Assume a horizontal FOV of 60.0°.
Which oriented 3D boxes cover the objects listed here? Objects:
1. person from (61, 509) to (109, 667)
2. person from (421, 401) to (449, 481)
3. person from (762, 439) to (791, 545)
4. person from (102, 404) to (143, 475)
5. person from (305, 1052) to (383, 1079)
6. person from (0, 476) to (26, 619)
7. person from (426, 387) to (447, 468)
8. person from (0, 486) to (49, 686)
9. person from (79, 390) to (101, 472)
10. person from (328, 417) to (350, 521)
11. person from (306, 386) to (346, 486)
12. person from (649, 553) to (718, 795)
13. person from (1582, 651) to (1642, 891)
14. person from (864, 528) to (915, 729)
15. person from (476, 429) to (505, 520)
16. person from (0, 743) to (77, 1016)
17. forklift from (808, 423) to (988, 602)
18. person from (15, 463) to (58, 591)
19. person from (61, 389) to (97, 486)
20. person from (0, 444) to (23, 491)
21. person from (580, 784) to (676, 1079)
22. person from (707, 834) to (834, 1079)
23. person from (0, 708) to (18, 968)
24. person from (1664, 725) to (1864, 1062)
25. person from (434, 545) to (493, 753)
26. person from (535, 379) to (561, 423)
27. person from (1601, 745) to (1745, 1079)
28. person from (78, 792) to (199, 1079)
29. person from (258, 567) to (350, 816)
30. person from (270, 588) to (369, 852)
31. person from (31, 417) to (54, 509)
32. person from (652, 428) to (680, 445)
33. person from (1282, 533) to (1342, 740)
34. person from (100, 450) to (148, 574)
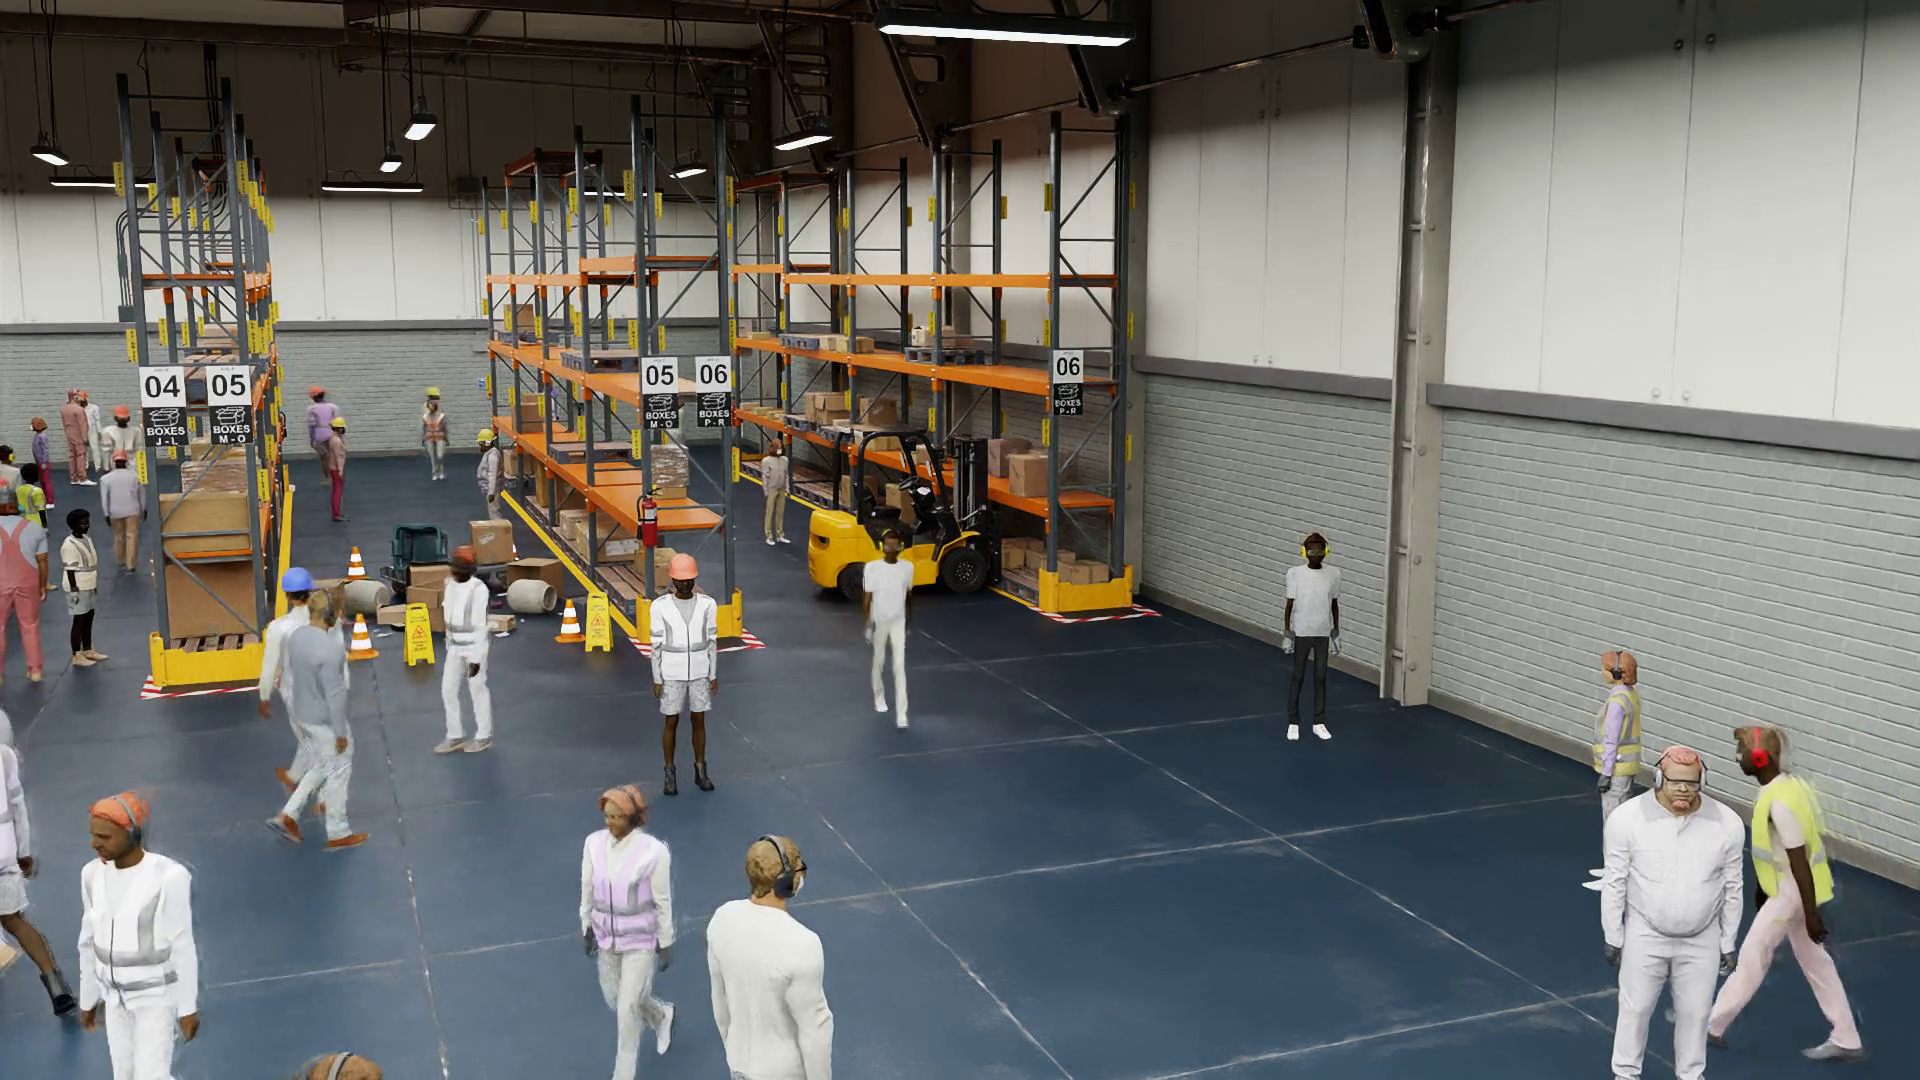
[{"bbox_3d":[-9.301,0.503,17.602,0.320,1.686,0.539,-1,9,-7],"label":"person"},{"bbox_3d":[-10.602,-1.996,33.527,0.544,1.619,0.552,0,9,1],"label":"person"},{"bbox_3d":[-2.829,-0.746,25.615,0.499,1.635,0.287,-9,13,-44],"label":"person"},{"bbox_3d":[-13.839,-1.242,27.516,0.607,2.024,0.558,-6,11,-34],"label":"person"},{"bbox_3d":[-1.771,2.437,5.050,0.917,1.801,0.522,2,9,9],"label":"person"},{"bbox_3d":[-11.496,0.093,20.033,0.567,1.731,0.592,-3,9,-17],"label":"person"},{"bbox_3d":[-11.267,-2.410,35.710,0.406,1.752,0.533,2,9,14],"label":"person"},{"bbox_3d":[-9.617,0.444,16.853,0.686,2.000,0.535,-7,11,-37],"label":"person"},{"bbox_3d":[-18.363,-2.282,34.954,0.578,1.738,0.354,-2,9,-12],"label":"person"},{"bbox_3d":[-10.463,-1.191,28.040,0.339,1.757,0.518,-5,10,-26],"label":"person"},{"bbox_3d":[-12.370,-2.003,32.426,0.646,1.999,0.658,-8,12,-42],"label":"person"},{"bbox_3d":[-2.190,1.062,13.284,0.545,1.938,0.356,-4,10,-22],"label":"person"},{"bbox_3d":[4.414,1.549,11.189,0.310,1.631,0.508,5,11,31],"label":"person"},{"bbox_3d":[-0.664,0.786,15.435,0.508,1.830,0.995,-2,9,-12],"label":"person"},{"bbox_3d":[-7.116,-0.773,25.225,0.403,1.819,0.595,-3,10,-19],"label":"person"},{"bbox_3d":[-5.292,1.750,9.112,0.785,1.900,0.560,4,10,24],"label":"person"},{"bbox_3d":[-0.830,-0.399,21.676,2.313,2.155,1.214,-4,10,-21],"label":"forklift"},{"bbox_3d":[-12.117,-0.165,21.766,0.542,1.695,0.316,5,10,28],"label":"person"},{"bbox_3d":[-17.385,-2.021,32.790,0.643,1.909,0.409,5,10,31],"label":"person"},{"bbox_3d":[-12.978,-0.386,22.725,0.488,1.842,0.664,-2,9,-12],"label":"person"},{"bbox_3d":[-1.653,1.997,8.411,0.526,1.612,0.721,4,10,25],"label":"person"},{"bbox_3d":[-0.737,2.114,6.662,0.631,1.940,0.372,8,12,41],"label":"person"},{"bbox_3d":[-5.782,1.596,9.598,0.555,2.000,0.696,1,9,5],"label":"person"},{"bbox_3d":[4.303,1.869,8.751,0.997,1.763,0.607,5,10,27],"label":"person"},{"bbox_3d":[-4.244,0.951,14.264,0.611,1.846,0.604,6,11,32],"label":"person"},{"bbox_3d":[-9.512,-2.859,38.329,0.641,1.845,0.441,-7,12,-39],"label":"person"},{"bbox_3d":[3.443,1.915,8.060,0.636,1.900,0.399,2,9,12],"label":"person"},{"bbox_3d":[-3.641,2.029,7.386,0.613,1.876,0.432,3,10,20],"label":"person"},{"bbox_3d":[-5.102,1.151,12.825,0.988,1.895,0.627,6,11,33],"label":"person"},{"bbox_3d":[-4.584,1.301,11.839,0.651,1.918,0.541,8,12,43],"label":"person"},{"bbox_3d":[-16.290,-1.360,29.483,0.498,1.633,0.285,9,13,44],"label":"person"},{"bbox_3d":[-4.977,-1.290,28.370,0.521,1.857,0.457,-4,10,-24],"label":"person"},{"bbox_3d":[3.142,0.854,14.809,0.535,1.869,0.314,-1,9,-4],"label":"person"},{"bbox_3d":[-11.659,-0.406,23.252,0.555,1.700,0.889,-3,10,-19],"label":"person"}]
